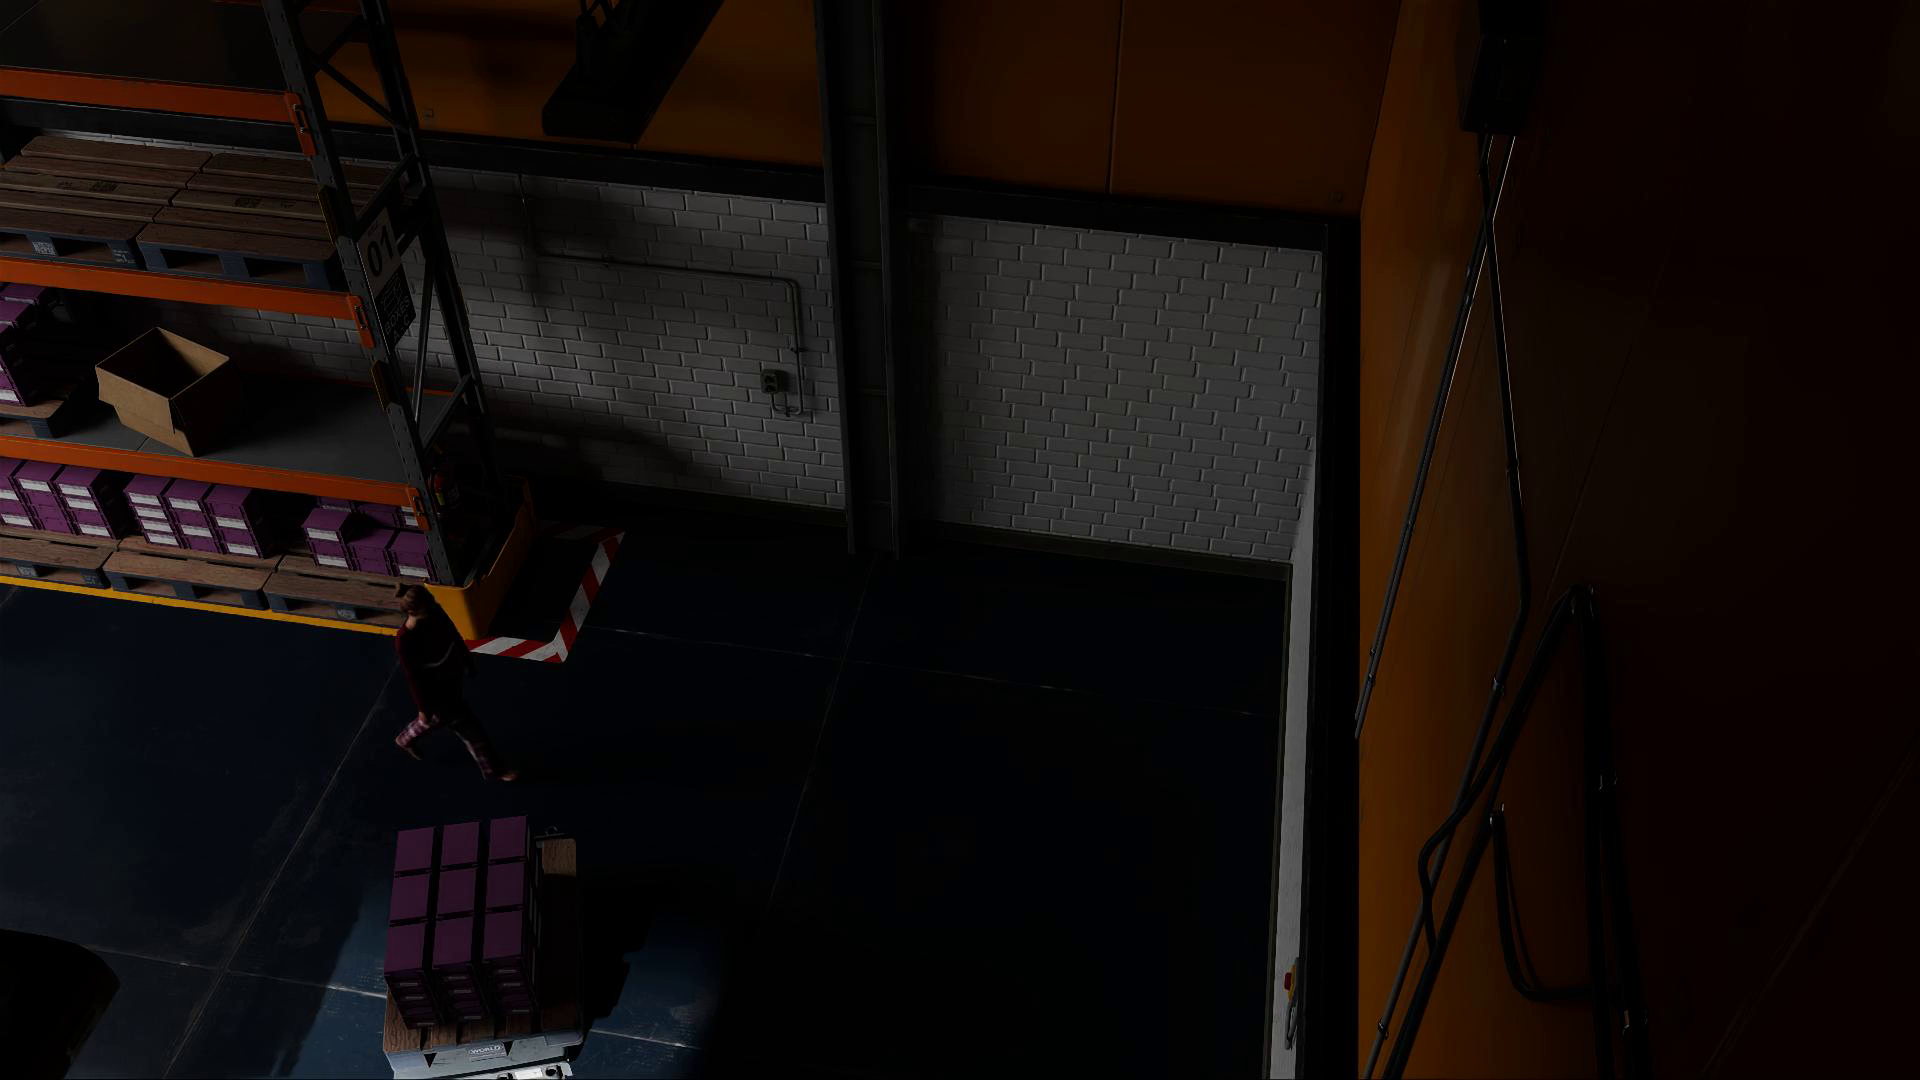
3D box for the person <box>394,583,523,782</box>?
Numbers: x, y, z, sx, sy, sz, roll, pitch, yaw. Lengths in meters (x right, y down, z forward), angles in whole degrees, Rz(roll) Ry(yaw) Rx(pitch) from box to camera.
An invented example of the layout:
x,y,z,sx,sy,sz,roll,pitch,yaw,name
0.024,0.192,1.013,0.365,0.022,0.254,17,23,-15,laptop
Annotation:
x,y,z,sx,sy,sz,roll,pitch,yaw,name
-3.241,0.880,10.154,1.039,1.661,0.638,7,44,8,person
